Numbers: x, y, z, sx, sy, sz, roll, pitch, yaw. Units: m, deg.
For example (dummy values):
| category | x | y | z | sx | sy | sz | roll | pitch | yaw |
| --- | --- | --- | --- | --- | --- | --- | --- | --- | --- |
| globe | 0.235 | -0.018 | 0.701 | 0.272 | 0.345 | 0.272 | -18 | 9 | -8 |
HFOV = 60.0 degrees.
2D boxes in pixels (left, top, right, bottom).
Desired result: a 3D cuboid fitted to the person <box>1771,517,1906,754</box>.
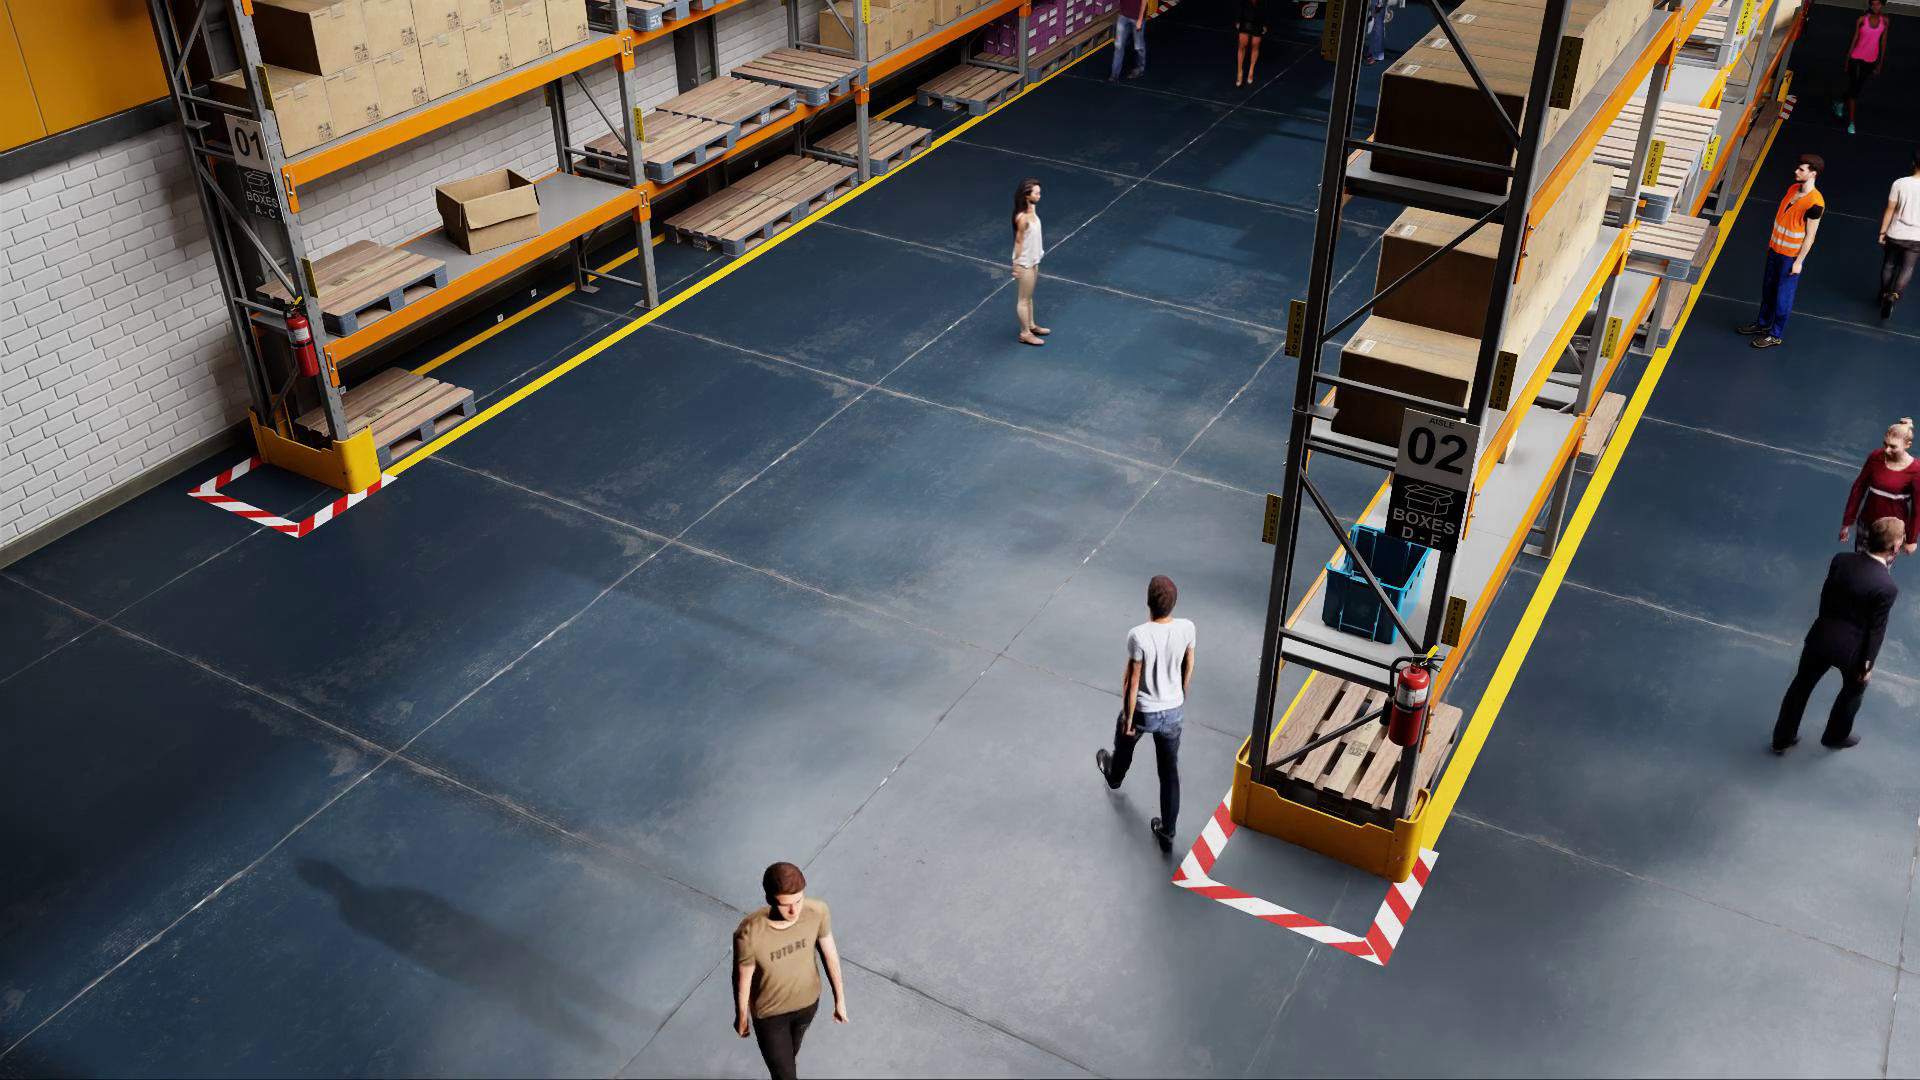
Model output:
| category | x | y | z | sx | sy | sz | roll | pitch | yaw |
| --- | --- | --- | --- | --- | --- | --- | --- | --- | --- |
| person | 5.637 | 0.667 | 10.737 | 1.066 | 1.796 | 0.993 | -16 | 37 | -23 |

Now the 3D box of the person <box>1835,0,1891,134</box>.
| category | x | y | z | sx | sy | sz | roll | pitch | yaw |
| --- | --- | --- | --- | --- | --- | --- | --- | --- | --- |
| person | 11.339 | -6.042 | 20.942 | 0.872 | 1.673 | 1.255 | 6 | 34 | 9 |

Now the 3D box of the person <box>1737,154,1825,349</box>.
| category | x | y | z | sx | sy | sz | roll | pitch | yaw |
| --- | --- | --- | --- | --- | --- | --- | --- | --- | --- |
| person | 7.873 | -2.750 | 15.796 | 0.864 | 1.886 | 0.772 | -3 | 34 | -5 |

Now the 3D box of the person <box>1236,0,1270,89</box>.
| category | x | y | z | sx | sy | sz | roll | pitch | yaw |
| --- | --- | --- | --- | --- | --- | --- | --- | --- | --- |
| person | 3.923 | -6.924 | 22.312 | 0.687 | 1.625 | 0.753 | 4 | 34 | 6 |

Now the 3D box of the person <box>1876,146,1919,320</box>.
| category | x | y | z | sx | sy | sz | roll | pitch | yaw |
| --- | --- | --- | --- | --- | --- | --- | --- | --- | --- |
| person | 9.295 | -2.993 | 16.335 | 0.652 | 1.694 | 0.995 | 17 | 37 | 24 |

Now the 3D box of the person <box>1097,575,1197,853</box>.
| category | x | y | z | sx | sy | sz | roll | pitch | yaw |
| --- | --- | --- | --- | --- | --- | --- | --- | --- | --- |
| person | 1.215 | 1.096 | 10.067 | 1.122 | 1.823 | 1.182 | -9 | 35 | -13 |

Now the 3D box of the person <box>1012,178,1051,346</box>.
| category | x | y | z | sx | sy | sz | roll | pitch | yaw |
| --- | --- | --- | --- | --- | --- | --- | --- | --- | --- |
| person | 0.623 | -2.677 | 15.898 | 0.672 | 1.652 | 0.612 | -6 | 34 | -9 |

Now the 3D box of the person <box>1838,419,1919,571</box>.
| category | x | y | z | sx | sy | sz | roll | pitch | yaw |
| --- | --- | --- | --- | --- | --- | --- | --- | --- | --- |
| person | 6.715 | -0.123 | 12.020 | 0.802 | 1.691 | 0.783 | -22 | 40 | -30 |

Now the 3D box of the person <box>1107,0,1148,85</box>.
| category | x | y | z | sx | sy | sz | roll | pitch | yaw |
| --- | --- | --- | --- | --- | --- | --- | --- | --- | --- |
| person | 2.339 | -7.058 | 22.357 | 0.771 | 1.798 | 1.107 | 28 | 43 | 35 |

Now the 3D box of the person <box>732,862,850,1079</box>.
| category | x | y | z | sx | sy | sz | roll | pitch | yaw |
| --- | --- | --- | --- | --- | --- | --- | --- | --- | --- |
| person | -0.911 | 2.250 | 8.330 | 1.103 | 1.825 | 1.045 | -19 | 38 | -26 |

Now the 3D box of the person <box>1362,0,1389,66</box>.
| category | x | y | z | sx | sy | sz | roll | pitch | yaw |
| --- | --- | --- | --- | --- | --- | --- | --- | --- | --- |
| person | 5.832 | -7.512 | 23.041 | 0.750 | 1.796 | 0.608 | 3 | 34 | 5 |
